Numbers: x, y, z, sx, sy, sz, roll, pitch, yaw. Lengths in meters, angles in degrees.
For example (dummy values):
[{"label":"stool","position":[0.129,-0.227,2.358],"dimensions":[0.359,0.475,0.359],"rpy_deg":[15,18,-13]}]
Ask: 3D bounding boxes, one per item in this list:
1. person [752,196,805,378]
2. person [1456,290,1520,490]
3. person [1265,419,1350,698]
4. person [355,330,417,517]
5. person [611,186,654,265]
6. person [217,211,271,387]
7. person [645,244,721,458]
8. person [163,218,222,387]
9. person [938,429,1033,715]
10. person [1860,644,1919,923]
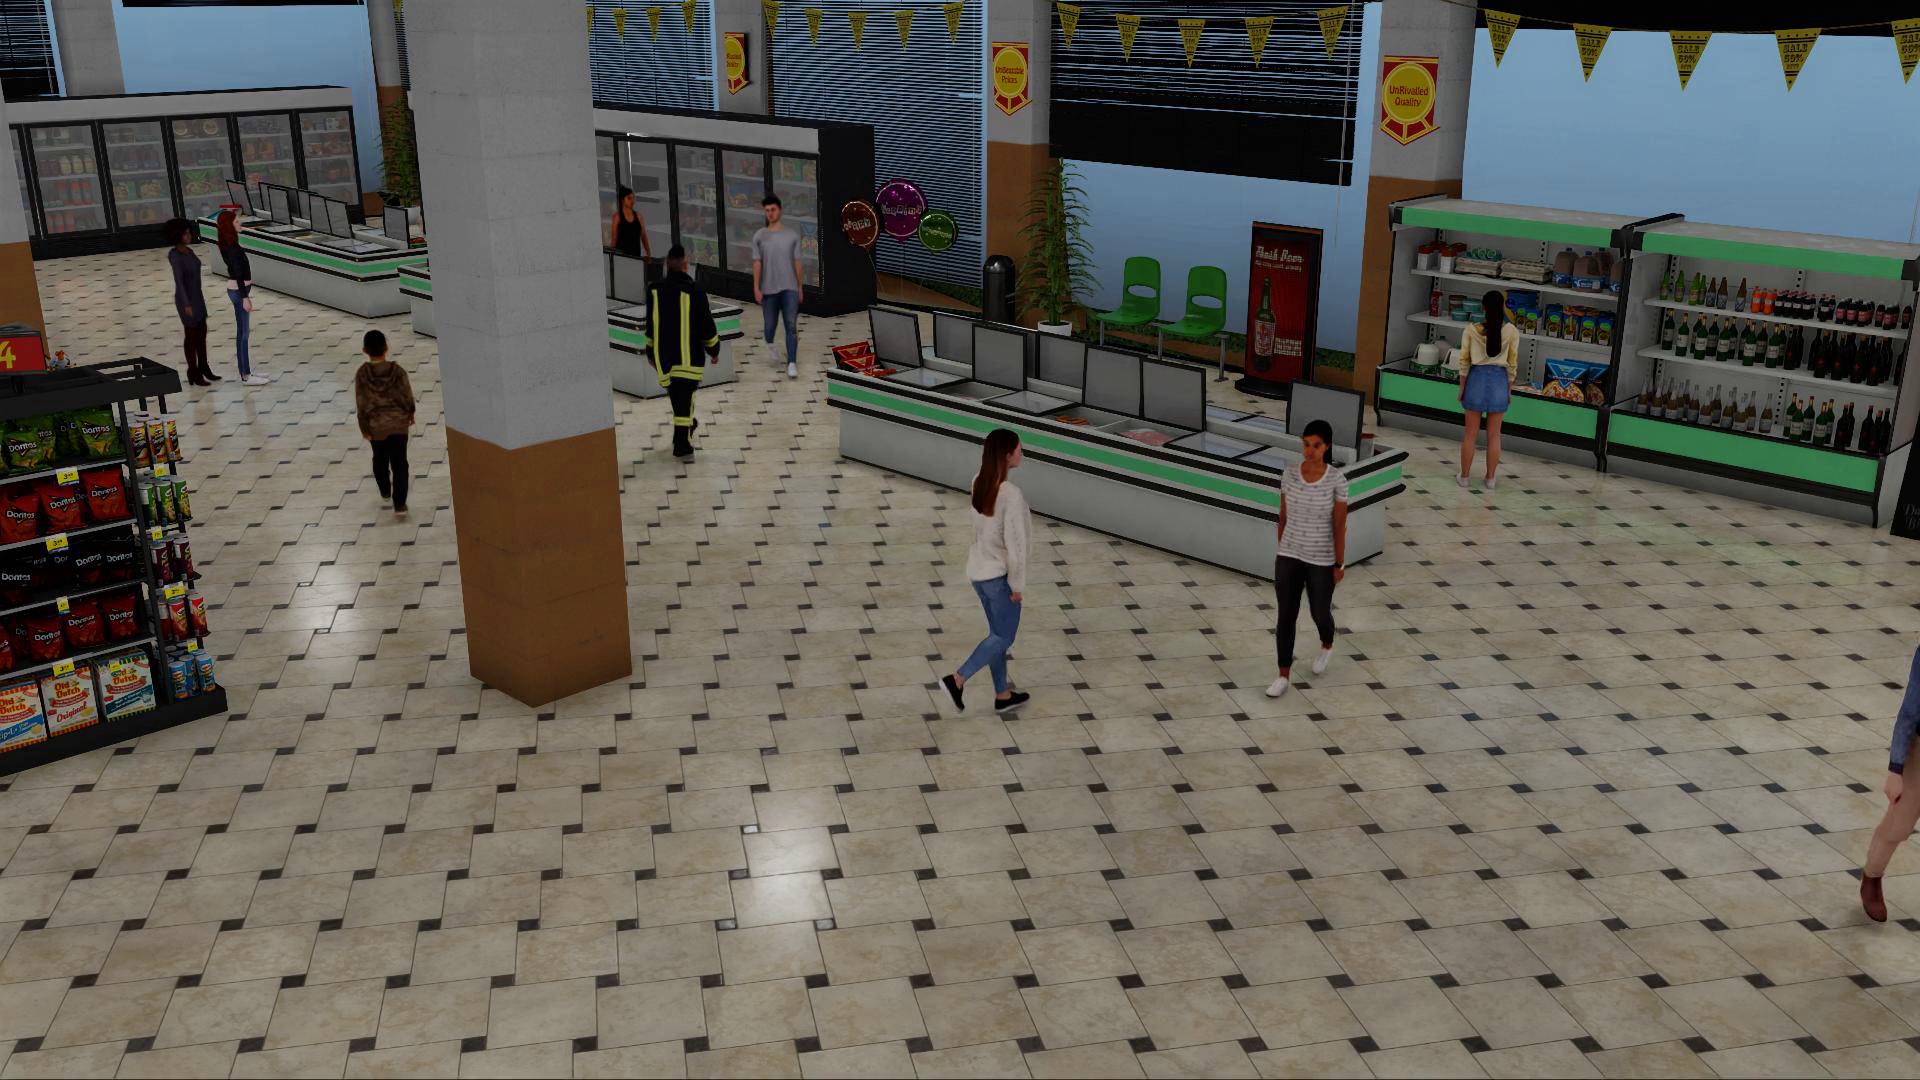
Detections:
[{"label":"person","position":[-1.921,-2.670,17.555],"dimensions":[1.066,1.857,1.210],"rpy_deg":[-4,19,-12]},{"label":"person","position":[4.324,-1.236,13.657],"dimensions":[0.647,1.629,0.767],"rpy_deg":[5,19,15]},{"label":"person","position":[2.076,0.087,9.737],"dimensions":[0.909,1.628,0.750],"rpy_deg":[12,22,32]},{"label":"person","position":[-4.442,-0.875,12.908],"dimensions":[0.893,1.424,1.048],"rpy_deg":[-4,19,-12]},{"label":"person","position":[-4.084,-3.453,20.250],"dimensions":[1.077,1.618,0.648],"rpy_deg":[16,24,39]},{"label":"person","position":[-7.416,-2.494,17.142],"dimensions":[0.710,1.786,0.600],"rpy_deg":[-7,20,-21]},{"label":"person","position":[-2.481,-1.625,14.494],"dimensions":[1.167,1.832,1.143],"rpy_deg":[5,19,14]},{"label":"person","position":[-7.957,-2.448,17.129],"dimensions":[0.723,1.708,0.659],"rpy_deg":[0,19,-1]},{"label":"person","position":[0.142,0.223,9.260],"dimensions":[0.798,1.675,0.890],"rpy_deg":[-11,22,-30]},{"label":"person","position":[4.105,0.951,7.029],"dimensions":[1.196,1.720,1.161],"rpy_deg":[3,19,8]}]
